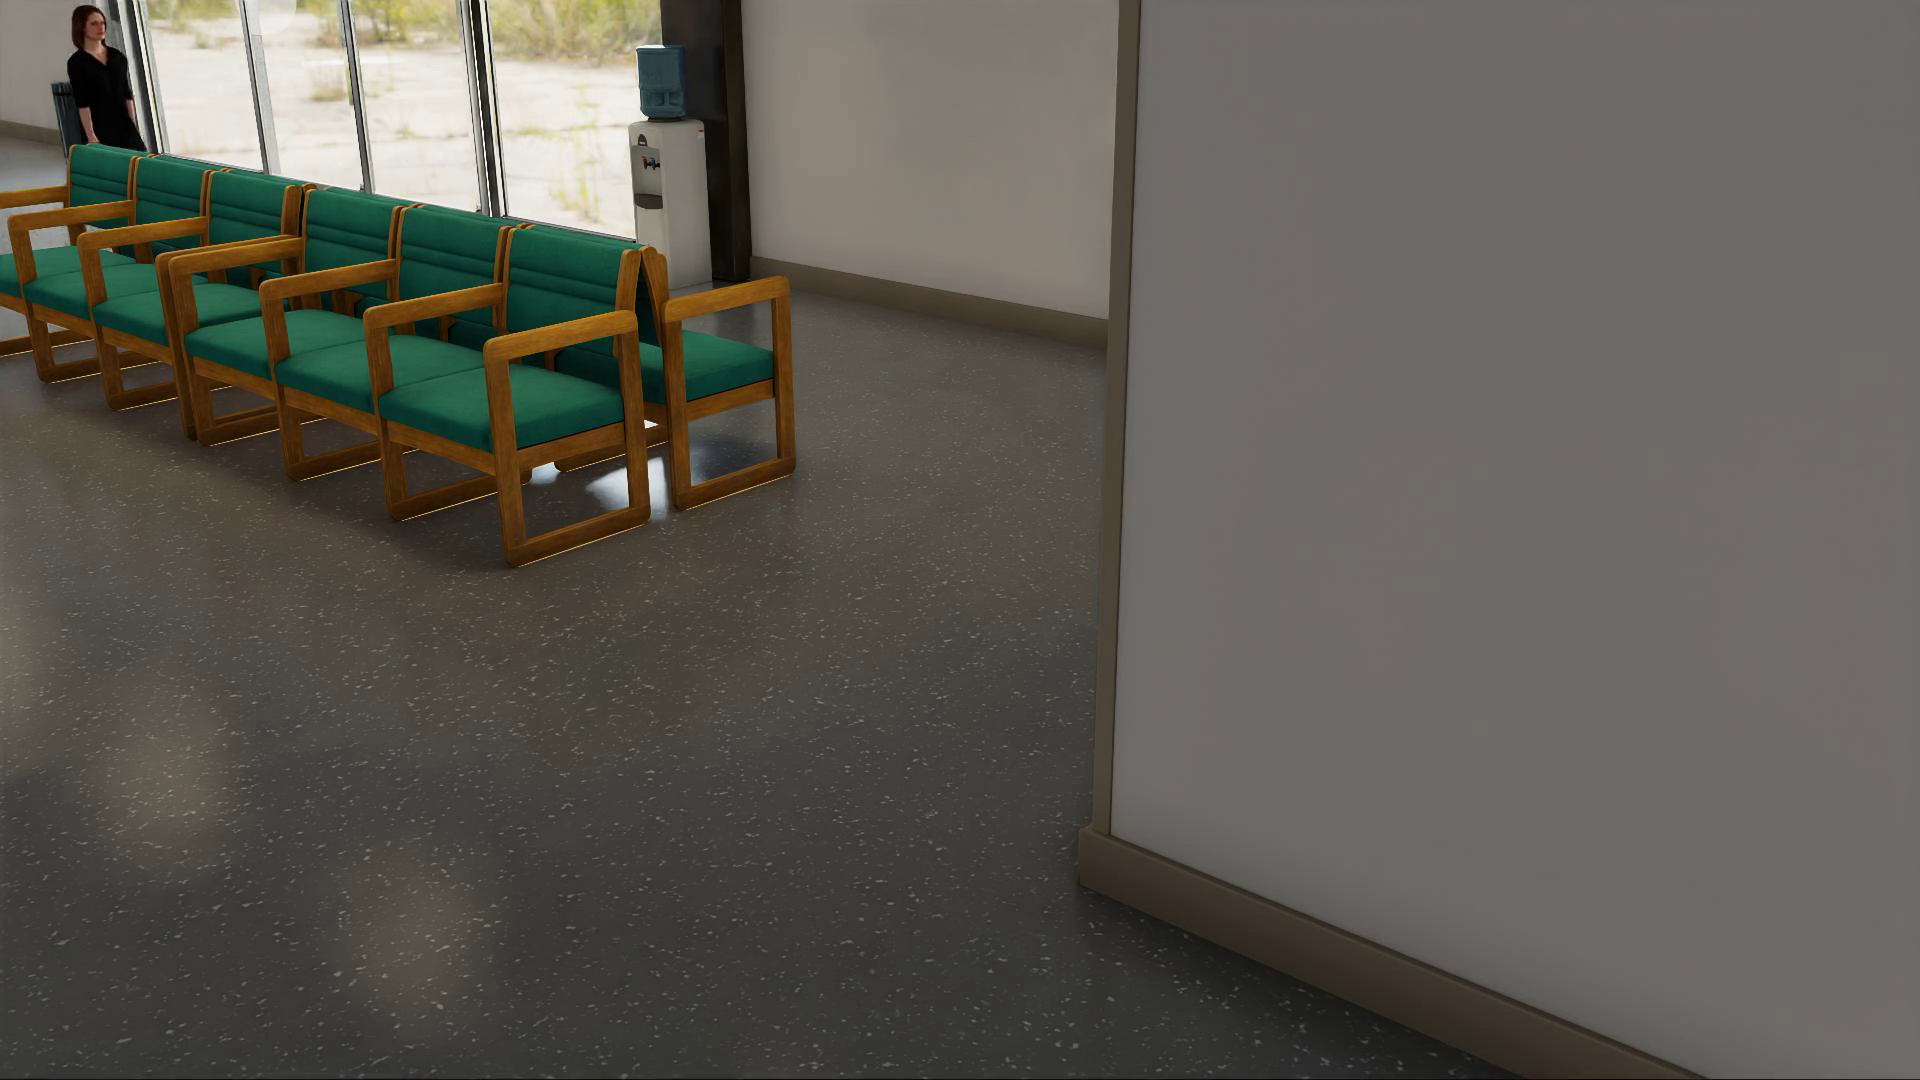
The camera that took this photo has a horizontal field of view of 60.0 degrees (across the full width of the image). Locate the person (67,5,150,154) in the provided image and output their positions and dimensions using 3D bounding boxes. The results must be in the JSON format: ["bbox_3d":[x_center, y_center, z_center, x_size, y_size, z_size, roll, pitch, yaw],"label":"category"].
[{"bbox_3d":[-5.829,-2.741,11.293,0.700,1.692,0.566,11,23,27],"label":"person"}]
